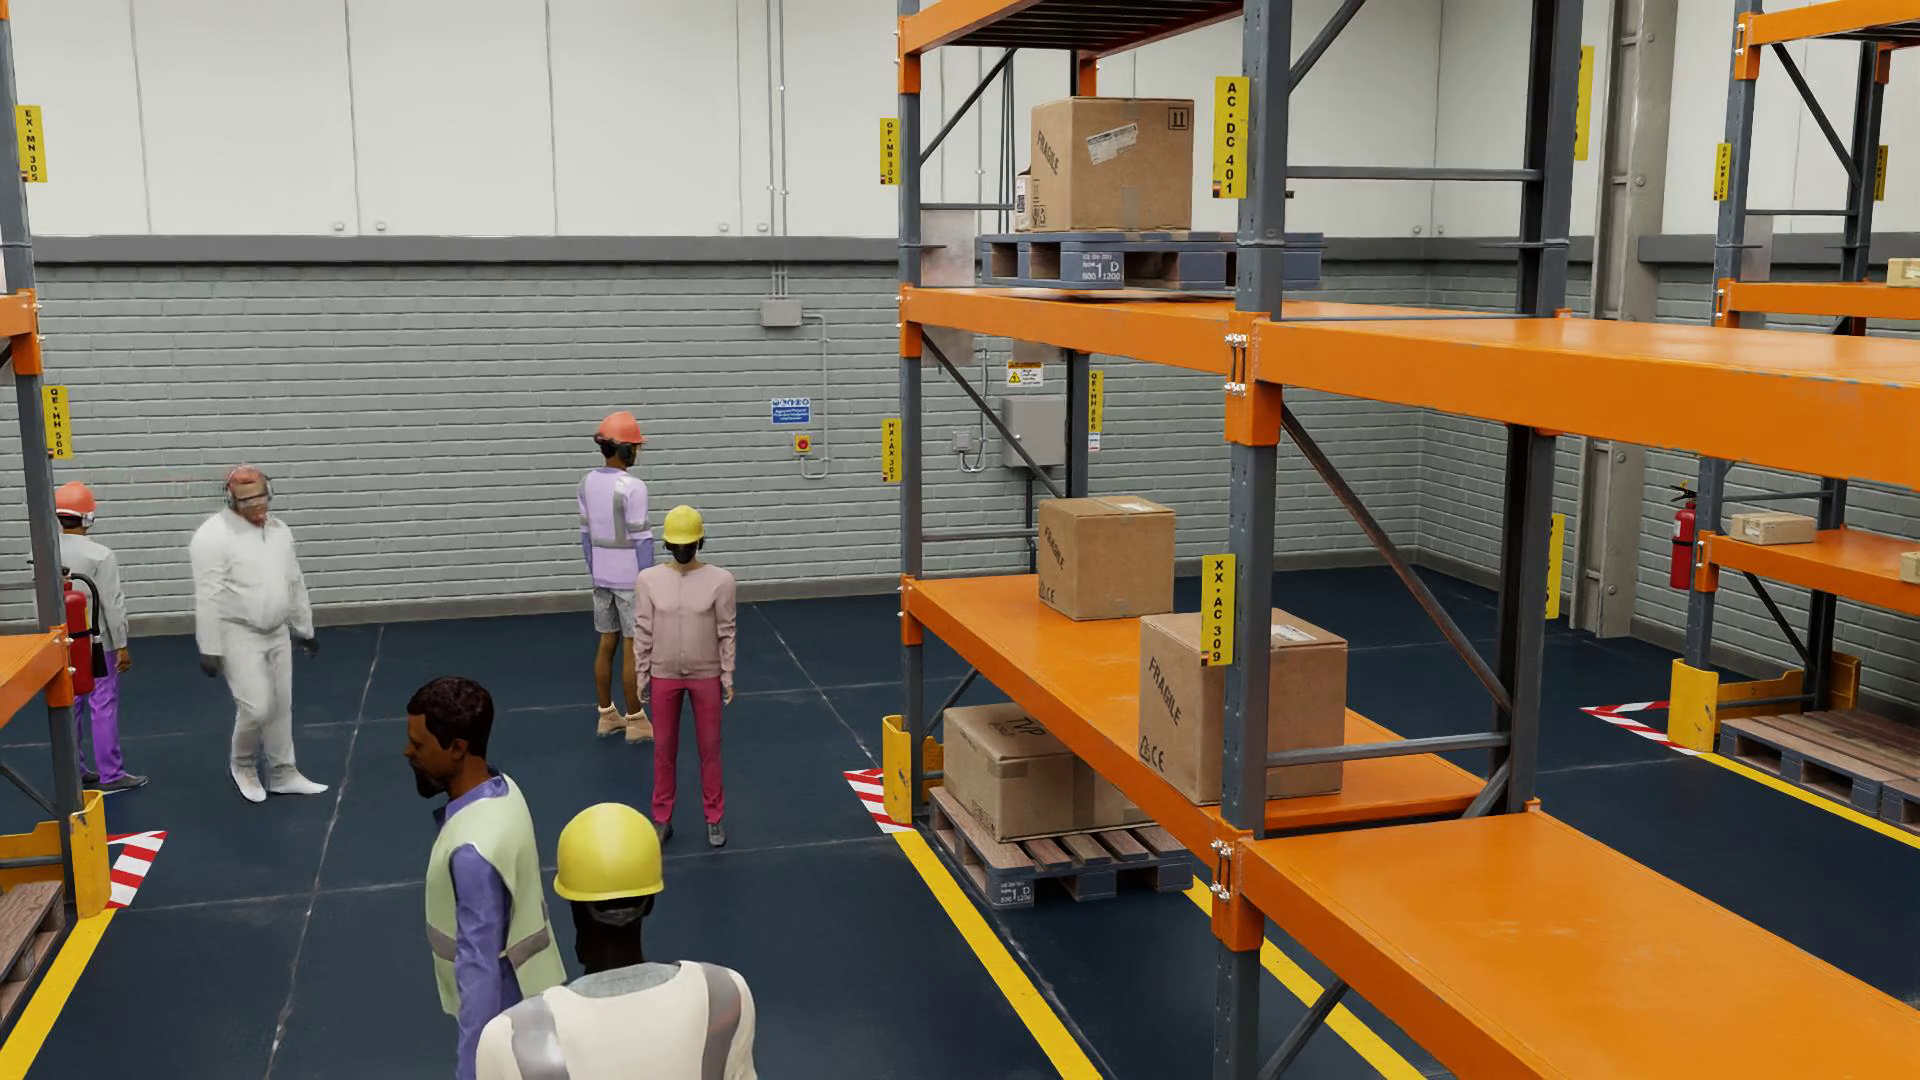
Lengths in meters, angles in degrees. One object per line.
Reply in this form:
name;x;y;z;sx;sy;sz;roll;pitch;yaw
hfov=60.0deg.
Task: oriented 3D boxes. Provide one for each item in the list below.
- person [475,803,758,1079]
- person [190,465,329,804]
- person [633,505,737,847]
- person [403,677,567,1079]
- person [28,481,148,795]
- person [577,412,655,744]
person;-0.700;1.488;3.459;0.589;1.917;0.419;-6;12;-31
person;-3.793;0.525;9.006;0.391;1.887;0.731;3;10;17
person;-1.388;0.692;8.420;0.523;1.767;0.313;-1;10;-4
person;-1.276;1.299;4.558;0.397;1.910;0.585;-3;10;-15
person;-4.865;0.545;9.274;0.573;1.752;0.327;3;10;17
person;-2.069;0.234;10.242;0.607;2.041;0.377;8;13;39
